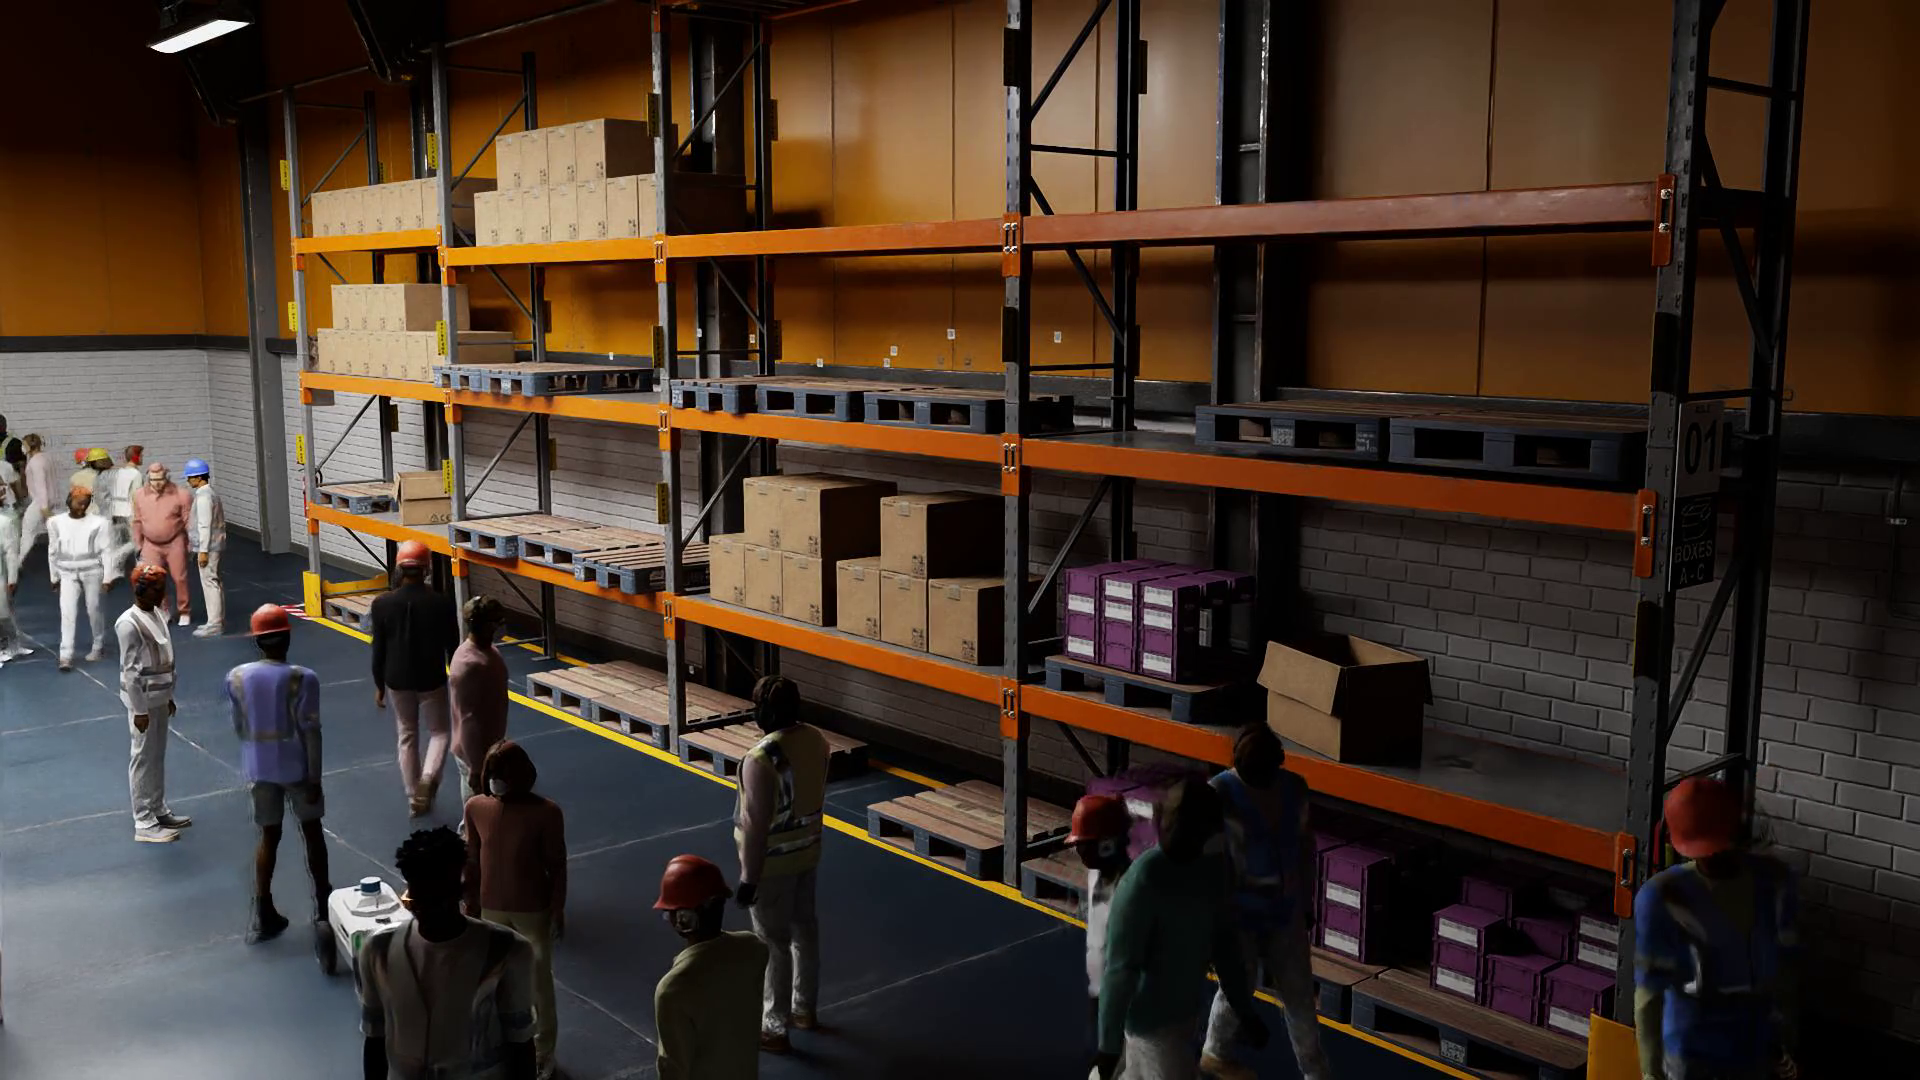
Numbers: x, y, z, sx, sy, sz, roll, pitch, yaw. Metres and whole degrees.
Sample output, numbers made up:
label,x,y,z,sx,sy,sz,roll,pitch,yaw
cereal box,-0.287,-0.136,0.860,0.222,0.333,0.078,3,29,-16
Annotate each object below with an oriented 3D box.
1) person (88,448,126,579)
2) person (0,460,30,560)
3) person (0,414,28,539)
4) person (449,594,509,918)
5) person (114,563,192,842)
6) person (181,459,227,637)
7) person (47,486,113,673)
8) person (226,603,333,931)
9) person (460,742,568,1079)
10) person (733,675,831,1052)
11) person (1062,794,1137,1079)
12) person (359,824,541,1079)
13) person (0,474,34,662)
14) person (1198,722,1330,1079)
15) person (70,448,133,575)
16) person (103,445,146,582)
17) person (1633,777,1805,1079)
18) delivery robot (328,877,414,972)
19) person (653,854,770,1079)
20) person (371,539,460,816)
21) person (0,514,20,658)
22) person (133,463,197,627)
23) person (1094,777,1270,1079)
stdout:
label,x,y,z,sx,sy,sz,roll,pitch,yaw
person,-11.253,-0.353,21.882,0.489,1.729,0.323,5,9,30
person,-12.908,-0.477,22.471,0.540,1.826,0.785,1,8,9
person,-13.866,-0.822,24.062,0.691,2.000,0.536,-5,9,-30
person,-2.823,1.273,9.847,0.352,1.937,0.635,-1,8,-5
person,-5.491,1.091,11.296,0.355,1.887,0.573,-1,8,-8
person,-8.235,0.082,18.167,0.418,1.933,0.618,-3,9,-19
person,-8.757,0.370,16.541,0.615,1.822,1.002,-2,8,-12
person,-3.952,1.320,9.633,0.556,1.907,0.647,0,8,0
person,-2.076,1.742,7.744,0.510,1.630,0.421,1,8,10
person,-0.889,1.566,8.157,0.429,1.842,0.627,4,9,27
person,0.686,1.853,6.684,0.883,1.696,0.573,-1,8,-9
person,-1.690,1.889,5.508,0.606,1.957,0.373,1,8,5
person,-9.770,0.268,16.930,0.410,1.913,0.643,1,8,4
person,1.347,1.682,7.538,0.671,1.793,0.661,-3,9,-22
person,-11.365,-0.365,22.039,0.709,1.708,0.382,-4,9,-24
person,-10.560,-0.301,21.179,0.569,1.823,0.663,8,11,43
person,2.679,1.804,5.988,0.699,1.997,0.554,-2,9,-16
delivery robot,-3.145,2.051,8.905,0.477,0.478,0.707,-5,10,-31
person,-0.897,1.947,5.818,0.334,1.748,0.561,4,9,27
person,-3.815,0.988,11.669,0.631,1.979,0.611,-1,8,-6
person,-9.626,0.349,16.481,0.600,1.887,0.822,-2,8,-11
person,-8.841,0.072,18.474,0.704,1.856,0.683,-1,8,-9
person,0.809,1.817,6.285,0.995,1.884,0.630,5,10,32
